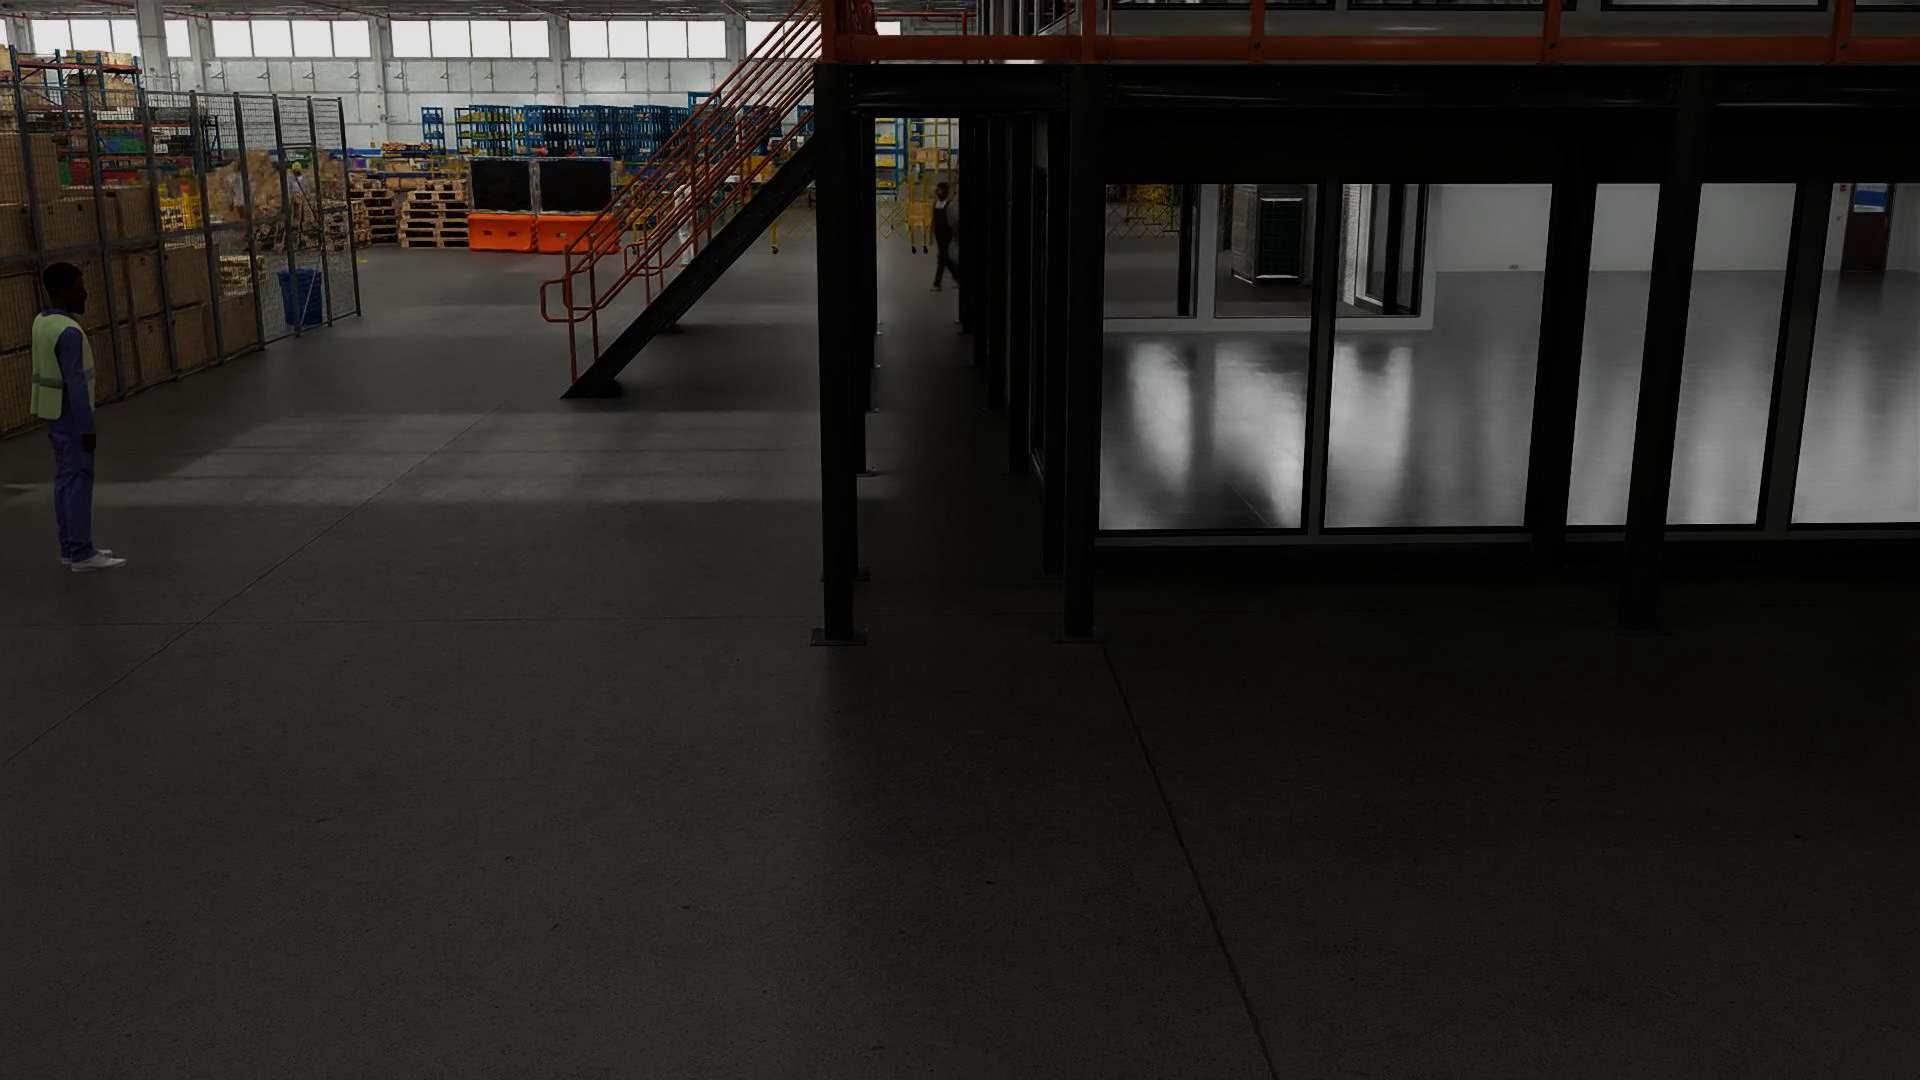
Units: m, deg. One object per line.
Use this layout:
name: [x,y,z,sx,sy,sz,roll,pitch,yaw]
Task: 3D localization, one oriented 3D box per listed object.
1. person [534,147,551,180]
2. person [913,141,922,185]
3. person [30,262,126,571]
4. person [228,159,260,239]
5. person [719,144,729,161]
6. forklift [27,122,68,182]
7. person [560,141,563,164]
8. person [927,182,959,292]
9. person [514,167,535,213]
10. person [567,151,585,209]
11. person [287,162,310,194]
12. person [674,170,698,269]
person: [-13.324,-11.577,53.336,0.564,2.022,0.656,6,15,23]
person: [-1.935,-17.247,76.088,0.435,1.977,0.655,4,15,15]
person: [-5.527,-0.753,10.316,0.383,1.914,0.596,-12,19,-41]
person: [-16.261,-7.680,37.859,0.635,1.974,0.492,1,14,5]
person: [-11.253,-17.876,78.994,0.612,1.794,0.470,5,15,20]
forklift: [-35.376,-14.773,64.377,1.129,2.768,1.873,-1,14,-2]
person: [-21.770,-20.912,91.029,0.402,1.836,0.565,-3,14,-11]
person: [-0.230,-5.091,27.874,0.525,1.814,0.919,13,19,42]
person: [-10.379,-8.035,39.787,0.525,1.725,0.387,-5,15,-20]
person: [-12.226,-11.376,52.805,0.920,1.900,0.542,5,15,20]
person: [-16.198,-8.337,40.771,0.590,1.836,0.404,-12,18,-40]
person: [-5.259,-6.150,31.936,0.349,1.881,0.577,11,18,36]
